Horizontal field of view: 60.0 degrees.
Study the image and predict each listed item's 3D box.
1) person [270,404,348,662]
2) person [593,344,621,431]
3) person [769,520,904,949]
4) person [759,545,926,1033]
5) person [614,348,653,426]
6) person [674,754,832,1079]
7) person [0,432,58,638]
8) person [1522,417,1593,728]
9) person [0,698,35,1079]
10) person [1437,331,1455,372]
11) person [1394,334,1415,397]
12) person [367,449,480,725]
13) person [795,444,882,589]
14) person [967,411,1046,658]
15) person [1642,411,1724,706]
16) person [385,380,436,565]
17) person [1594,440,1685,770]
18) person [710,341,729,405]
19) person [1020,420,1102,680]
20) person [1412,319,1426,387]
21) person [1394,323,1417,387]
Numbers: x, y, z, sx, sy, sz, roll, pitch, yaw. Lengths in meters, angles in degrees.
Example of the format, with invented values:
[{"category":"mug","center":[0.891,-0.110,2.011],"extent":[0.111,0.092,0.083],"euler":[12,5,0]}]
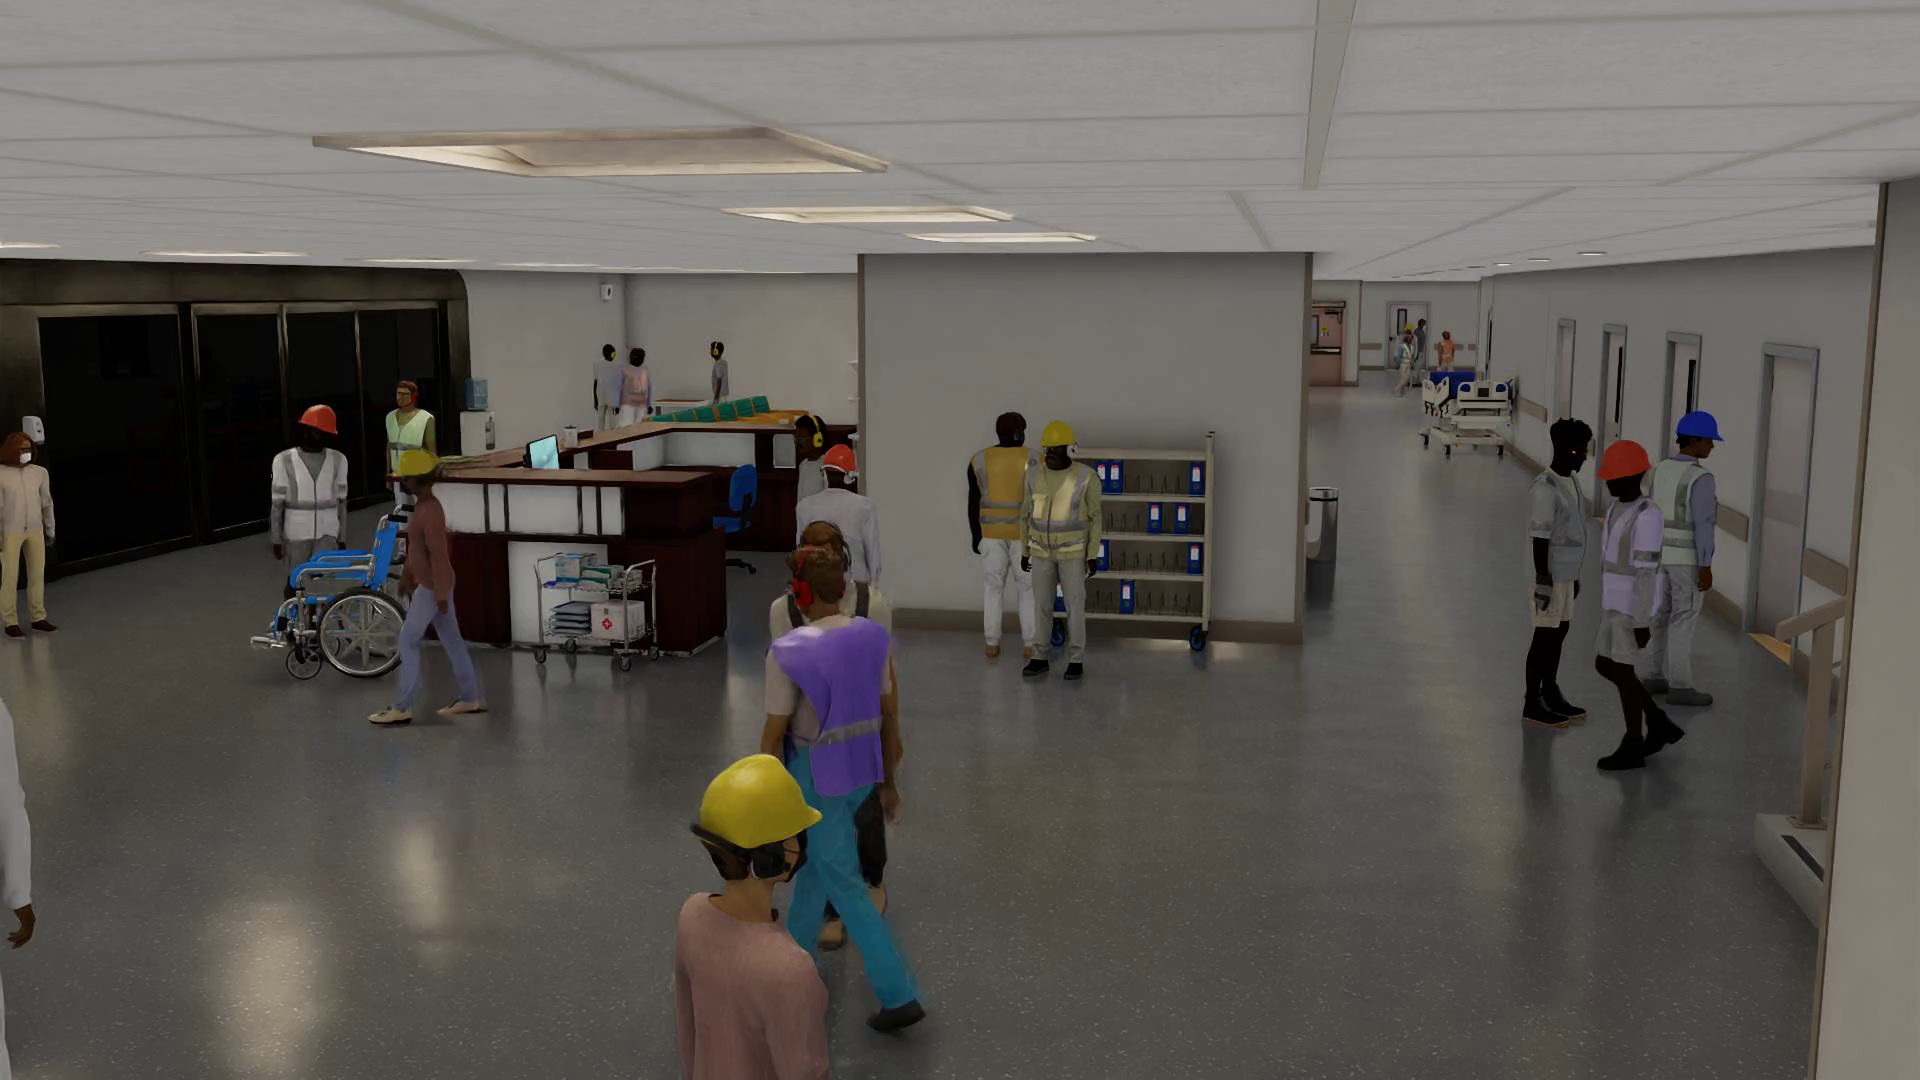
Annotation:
[{"category":"person","center":[-4.873,-0.075,12.460],"extent":[0.561,1.899,0.761],"euler":[-5,10,-32]},{"category":"person","center":[-5.745,-2.265,27.152],"extent":[0.523,1.854,0.336],"euler":[2,9,10]},{"category":"person","center":[-0.508,0.796,6.931],"extent":[0.541,1.819,0.527],"euler":[0,9,2]},{"category":"person","center":[-0.465,0.913,6.251],"extent":[0.973,1.796,0.557],"euler":[7,11,38]},{"category":"person","center":[-5.216,-2.165,26.623],"extent":[0.455,1.815,0.666],"euler":[8,12,42]},{"category":"person","center":[-0.423,1.327,3.573],"extent":[0.305,1.772,0.525],"euler":[-7,11,-38]},{"category":"person","center":[-7.426,-0.047,13.187],"extent":[0.286,1.627,0.504],"euler":[5,10,31]},{"category":"person","center":[3.744,0.204,10.443],"extent":[0.388,1.951,0.610],"euler":[6,11,36]},{"category":"person","center":[-3.049,1.072,4.886],"extent":[0.584,1.882,0.346],"euler":[-4,10,-26]},{"category":"person","center":[13.036,-4.798,44.701],"extent":[0.541,1.616,0.639],"euler":[-2,9,-11]},{"category":"person","center":[11.285,-4.409,42.135],"extent":[0.521,1.621,0.371],"euler":[-8,11,-42]},{"category":"person","center":[-3.443,0.299,10.519],"extent":[0.799,1.738,0.541],"euler":[-3,9,-17]},{"category":"person","center":[-0.770,0.258,10.713],"extent":[0.562,1.753,0.333],"euler":[2,9,12]},{"category":"person","center":[0.372,-0.034,12.383],"extent":[0.623,1.841,0.430],"euler":[2,9,13]},{"category":"person","center":[4.793,0.116,11.033],"extent":[0.404,1.939,0.615],"euler":[-2,9,-11]},{"category":"person","center":[-5.440,-0.661,16.501],"extent":[0.565,1.850,0.390],"euler":[3,9,19]},{"category":"person","center":[3.867,0.368,9.508],"extent":[0.596,1.902,0.577],"euler":[0,9,1]},{"category":"person","center":[-4.056,-2.402,27.981],"extent":[0.329,1.874,0.518],"euler":[1,9,6]},{"category":"person","center":[0.690,0.069,11.714],"extent":[0.601,1.830,0.404],"euler":[4,9,25]},{"category":"person","center":[12.898,-5.250,46.718],"extent":[0.386,1.929,0.634],"euler":[5,10,30]},{"category":"person","center":[12.389,-5.122,46.221],"extent":[0.616,1.808,0.496],"euler":[2,9,12]}]
